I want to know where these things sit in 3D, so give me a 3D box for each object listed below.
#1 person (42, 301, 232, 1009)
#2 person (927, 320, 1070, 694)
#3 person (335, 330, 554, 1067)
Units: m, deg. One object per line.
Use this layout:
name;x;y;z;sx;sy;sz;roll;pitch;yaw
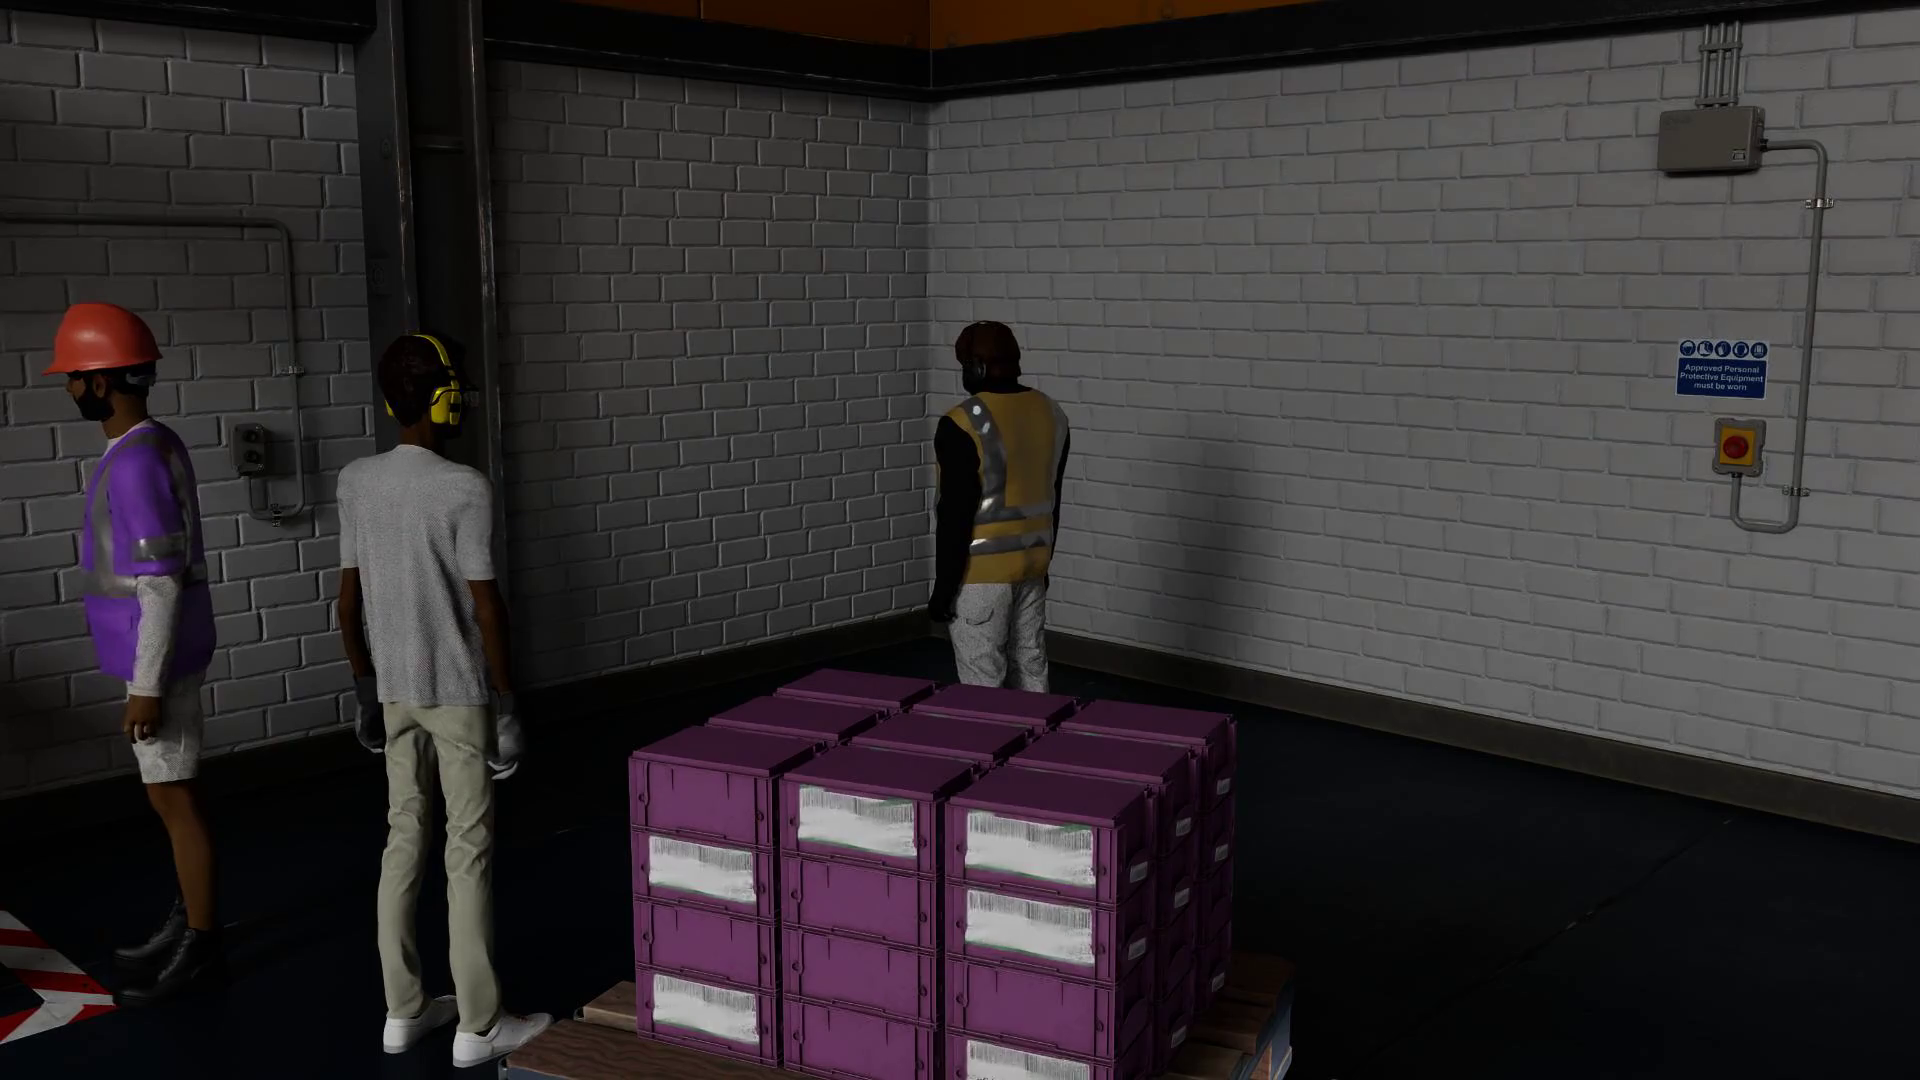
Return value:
person;-2.252;0.319;4.584;0.376;1.934;0.547;-4;10;-24
person;0.115;0.119;6.113;0.429;1.838;0.621;9;13;42
person;-1.326;0.406;4.243;0.531;1.870;0.317;4;10;23
